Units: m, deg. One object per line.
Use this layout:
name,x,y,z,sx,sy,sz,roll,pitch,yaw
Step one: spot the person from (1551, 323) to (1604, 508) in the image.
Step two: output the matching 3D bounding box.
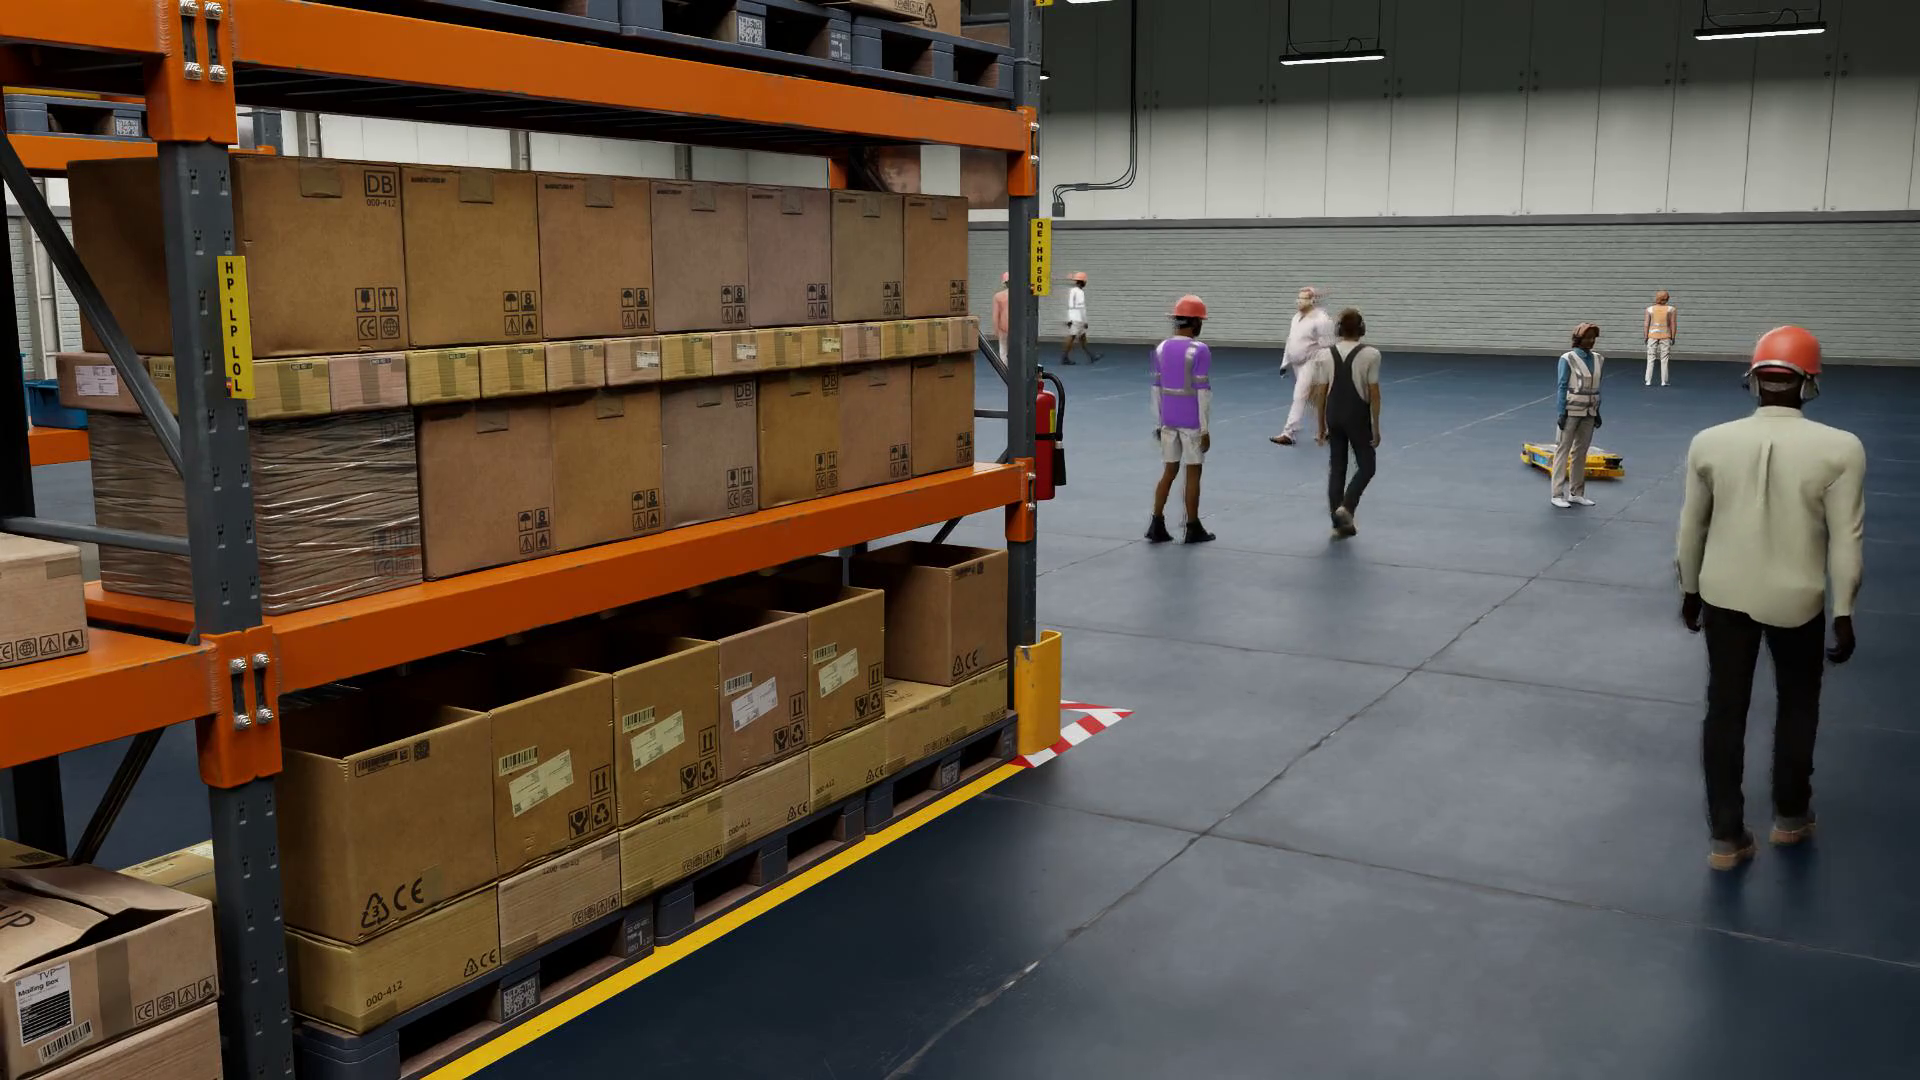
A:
person,5.504,-1.109,14.801,0.515,1.640,0.315,-5,11,-27

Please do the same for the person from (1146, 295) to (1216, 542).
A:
person,1.703,-0.918,12.897,0.630,1.931,0.568,-8,13,-39

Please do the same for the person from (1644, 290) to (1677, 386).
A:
person,11.990,-3.448,28.497,0.522,1.640,0.306,5,11,29

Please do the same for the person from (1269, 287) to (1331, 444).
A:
person,4.137,-2.077,19.850,1.010,1.864,0.634,-4,10,-20

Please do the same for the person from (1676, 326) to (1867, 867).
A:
person,3.030,0.194,6.207,0.654,1.964,0.834,7,12,37

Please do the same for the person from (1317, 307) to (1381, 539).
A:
person,3.047,-0.905,13.045,0.534,1.831,0.444,7,12,36

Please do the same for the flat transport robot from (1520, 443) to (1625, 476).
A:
flat transport robot,6.329,-0.842,17.240,0.652,0.197,1.431,1,10,4

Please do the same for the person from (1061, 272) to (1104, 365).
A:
person,2.509,-4.518,34.005,0.981,1.890,0.572,-2,10,-11

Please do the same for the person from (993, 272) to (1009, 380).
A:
person,0.888,-3.769,29.530,0.615,1.945,1.043,0,10,-1
